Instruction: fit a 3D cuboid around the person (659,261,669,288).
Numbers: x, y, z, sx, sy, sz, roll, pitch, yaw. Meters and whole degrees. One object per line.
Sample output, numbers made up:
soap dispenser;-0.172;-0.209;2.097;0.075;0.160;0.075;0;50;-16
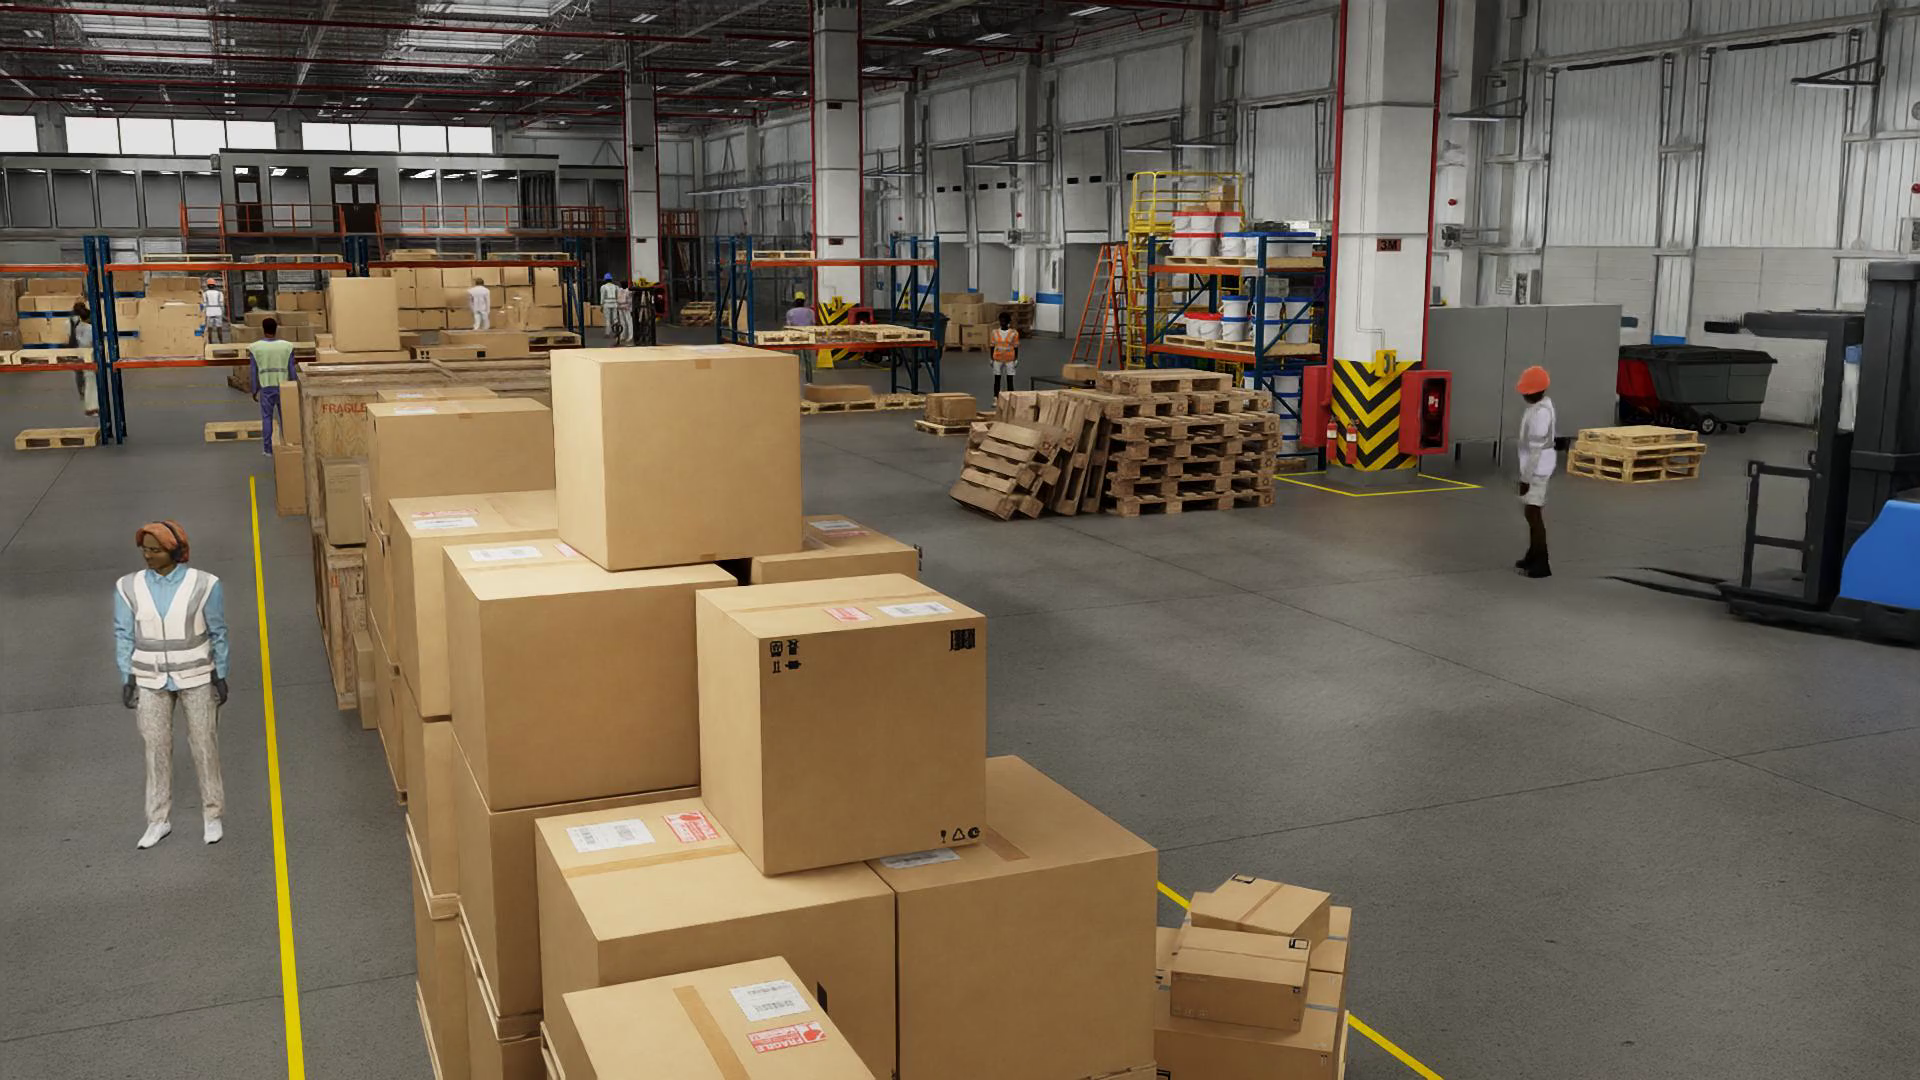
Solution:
person;-13.227;-11.384;73.916;0.630;1.985;0.411;-3;11;-16

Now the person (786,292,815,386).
person;-3.218;-4.050;33.663;0.585;1.917;0.381;-2;10;-11

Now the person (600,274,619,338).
person;-10.541;-7.036;50.039;0.615;1.943;0.399;-8;13;-36

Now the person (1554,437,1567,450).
person;8.463;-2.206;23.536;0.405;1.910;0.541;1;10;3

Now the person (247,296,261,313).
person;-15.987;-4.735;38.062;0.685;1.702;0.504;-1;10;-6

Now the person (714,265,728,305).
person;-10.270;-10.897;71.488;0.616;1.877;0.958;-2;11;-13

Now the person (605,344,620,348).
person;-3.704;-1.222;18.242;0.456;1.853;0.600;3;11;15

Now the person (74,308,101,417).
person;-14.708;-2.997;28.103;0.594;1.830;0.461;4;11;20

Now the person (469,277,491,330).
person;-13.540;-6.448;46.986;0.652;1.914;0.859;2;10;9

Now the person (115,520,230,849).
person;-3.874;0.707;8.220;0.514;1.636;0.315;-2;10;-10

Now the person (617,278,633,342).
person;-9.714;-6.662;48.268;0.627;1.844;0.429;6;12;31

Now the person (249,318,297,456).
person;-9.463;-2.100;22.956;0.592;1.909;0.409;-5;11;-26

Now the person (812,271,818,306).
person;-5.287;-9.151;62.180;1.013;1.788;0.618;6;12;32

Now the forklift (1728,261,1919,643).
forklift;7.104;-0.700;12.543;1.129;2.768;1.873;-8;13;-38

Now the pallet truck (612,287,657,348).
pallet truck;-6.464;-4.406;35.401;0.823;1.965;1.885;6;12;32

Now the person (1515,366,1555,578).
person;5.119;-0.615;14.841;0.368;1.887;0.669;4;11;20

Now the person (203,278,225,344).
person;-20.125;-6.082;44.835;0.545;1.926;0.392;-5;12;-28

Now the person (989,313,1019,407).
person;0.783;-3.193;29.560;0.533;1.693;0.319;2;10;9

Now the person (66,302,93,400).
person;-16.310;-3.506;30.900;0.519;1.829;0.388;1;10;5
